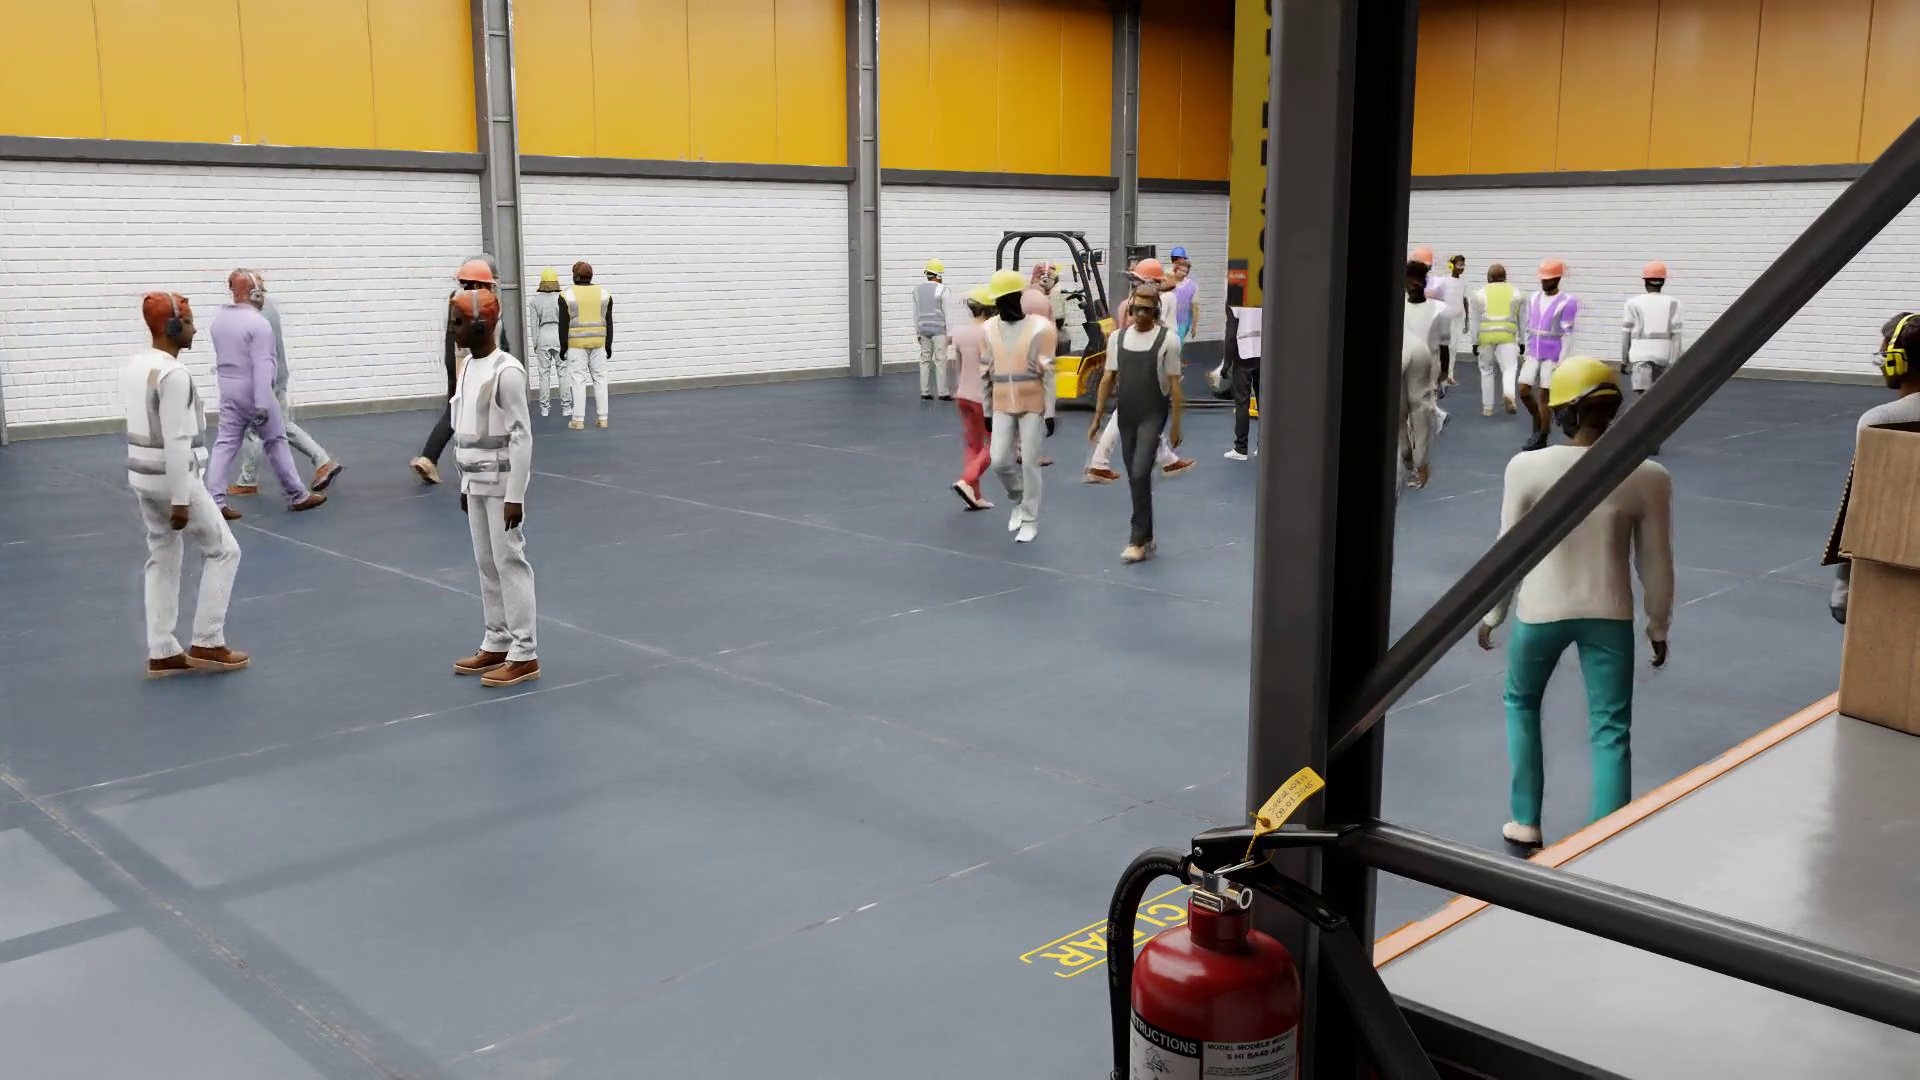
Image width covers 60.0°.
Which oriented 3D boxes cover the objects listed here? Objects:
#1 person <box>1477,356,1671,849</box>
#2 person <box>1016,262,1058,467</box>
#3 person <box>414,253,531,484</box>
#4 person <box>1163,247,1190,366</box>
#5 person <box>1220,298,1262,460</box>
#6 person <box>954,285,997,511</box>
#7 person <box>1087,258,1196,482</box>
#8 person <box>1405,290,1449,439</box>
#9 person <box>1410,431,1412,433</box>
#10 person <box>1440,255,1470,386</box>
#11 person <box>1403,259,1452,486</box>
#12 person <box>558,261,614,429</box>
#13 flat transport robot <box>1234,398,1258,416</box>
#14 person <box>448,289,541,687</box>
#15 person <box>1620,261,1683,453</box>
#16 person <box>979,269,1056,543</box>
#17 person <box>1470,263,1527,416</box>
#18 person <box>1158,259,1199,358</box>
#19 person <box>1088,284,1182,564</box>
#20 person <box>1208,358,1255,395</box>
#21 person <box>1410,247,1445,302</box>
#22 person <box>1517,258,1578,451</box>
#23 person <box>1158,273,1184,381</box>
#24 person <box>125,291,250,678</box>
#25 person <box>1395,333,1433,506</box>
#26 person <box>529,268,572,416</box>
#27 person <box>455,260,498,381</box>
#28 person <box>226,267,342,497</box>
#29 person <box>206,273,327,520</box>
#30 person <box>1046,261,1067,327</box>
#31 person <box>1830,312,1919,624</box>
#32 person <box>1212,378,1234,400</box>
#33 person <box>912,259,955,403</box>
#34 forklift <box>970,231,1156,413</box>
[{"bbox_3d":[2.044,0.266,5.541,0.610,1.730,0.624,2,11,12],"label":"person"},{"bbox_3d":[0.670,-1.632,15.476,0.458,1.885,0.678,-2,11,-13],"label":"person"},{"bbox_3d":[-4.232,-1.490,14.271,0.700,2.000,0.982,9,14,41],"label":"person"},{"bbox_3d":[3.514,-3.799,27.133,0.402,1.940,0.602,-7,13,-34],"label":"person"},{"bbox_3d":[2.774,-1.716,15.836,0.587,1.920,0.392,-3,11,-18],"label":"person"},{"bbox_3d":[0.146,-1.080,12.791,0.401,1.749,0.536,-8,13,-37],"label":"person"},{"bbox_3d":[1.571,-1.465,14.419,1.079,1.926,0.603,-3,11,-17],"label":"person"},{"bbox_3d":[4.760,-1.820,17.206,0.629,1.612,0.514,-1,10,-7],"label":"person"},{"bbox_3d":[4.550,-1.902,17.740,0.514,1.586,0.854,-2,11,-13],"label":"person"},{"bbox_3d":[7.015,-3.114,23.624,0.559,1.856,0.387,-4,11,-22],"label":"person"},{"bbox_3d":[3.942,-1.461,14.426,0.619,1.938,0.801,4,11,21],"label":"person"},{"bbox_3d":[-4.144,-2.150,18.405,0.633,1.846,0.429,-7,12,-32],"label":"person"},{"bbox_3d":[3.998,-1.589,19.638,1.431,0.197,0.652,-6,12,-30],"label":"flat transport robot"},{"bbox_3d":[-2.228,-0.247,7.921,0.337,1.881,0.585,-8,13,-38],"label":"person"},{"bbox_3d":[6.848,-1.808,16.455,0.533,1.890,1.010,1,10,3],"label":"person"},{"bbox_3d":[0.407,-0.932,11.609,0.605,1.900,0.439,4,11,21],"label":"person"},{"bbox_3d":[6.285,-2.321,19.444,0.648,1.810,0.768,2,11,12],"label":"person"},{"bbox_3d":[2.976,-2.987,23.099,0.646,1.804,0.586,7,13,35],"label":"person"},{"bbox_3d":[1.123,-0.759,10.892,0.549,1.811,0.739,8,13,37],"label":"person"},{"bbox_3d":[3.781,-2.823,22.180,0.777,1.809,0.644,-3,11,-15],"label":"person"},{"bbox_3d":[5.127,-2.314,18.881,0.667,1.985,1.027,3,11,17],"label":"person"},{"bbox_3d":[5.739,-1.809,16.350,0.426,1.911,0.579,-7,13,-34],"label":"person"},{"bbox_3d":[2.822,-2.813,22.616,0.401,1.619,0.527,5,12,26],"label":"person"},{"bbox_3d":[-3.748,-0.266,8.067,0.580,1.861,0.579,9,14,40],"label":"person"},{"bbox_3d":[2.152,-0.439,8.943,0.660,1.884,1.011,5,12,28],"label":"person"},{"bbox_3d":[-4.831,-2.338,19.707,0.486,1.744,0.294,-1,10,-6],"label":"person"},{"bbox_3d":[-3.862,-1.275,13.383,0.359,1.936,0.544,-6,12,-28],"label":"person"},{"bbox_3d":[-5.601,-1.279,13.574,0.915,1.890,0.654,-2,11,-12],"label":"person"},{"bbox_3d":[-5.362,-1.090,12.606,0.643,1.855,1.015,6,12,29],"label":"person"},{"bbox_3d":[1.273,-2.785,22.011,0.890,1.797,0.599,0,10,-2],"label":"person"},{"bbox_3d":[3.390,0.118,6.004,0.513,1.861,0.327,-3,11,-14],"label":"person"},{"bbox_3d":[3.705,-2.633,20.959,1.009,1.884,0.546,8,13,39],"label":"person"},{"bbox_3d":[-0.319,-2.670,21.271,0.586,1.833,0.403,7,13,34],"label":"person"},{"bbox_3d":[1.222,-2.721,20.561,2.313,2.155,1.214,2,11,13],"label":"forklift"}]
